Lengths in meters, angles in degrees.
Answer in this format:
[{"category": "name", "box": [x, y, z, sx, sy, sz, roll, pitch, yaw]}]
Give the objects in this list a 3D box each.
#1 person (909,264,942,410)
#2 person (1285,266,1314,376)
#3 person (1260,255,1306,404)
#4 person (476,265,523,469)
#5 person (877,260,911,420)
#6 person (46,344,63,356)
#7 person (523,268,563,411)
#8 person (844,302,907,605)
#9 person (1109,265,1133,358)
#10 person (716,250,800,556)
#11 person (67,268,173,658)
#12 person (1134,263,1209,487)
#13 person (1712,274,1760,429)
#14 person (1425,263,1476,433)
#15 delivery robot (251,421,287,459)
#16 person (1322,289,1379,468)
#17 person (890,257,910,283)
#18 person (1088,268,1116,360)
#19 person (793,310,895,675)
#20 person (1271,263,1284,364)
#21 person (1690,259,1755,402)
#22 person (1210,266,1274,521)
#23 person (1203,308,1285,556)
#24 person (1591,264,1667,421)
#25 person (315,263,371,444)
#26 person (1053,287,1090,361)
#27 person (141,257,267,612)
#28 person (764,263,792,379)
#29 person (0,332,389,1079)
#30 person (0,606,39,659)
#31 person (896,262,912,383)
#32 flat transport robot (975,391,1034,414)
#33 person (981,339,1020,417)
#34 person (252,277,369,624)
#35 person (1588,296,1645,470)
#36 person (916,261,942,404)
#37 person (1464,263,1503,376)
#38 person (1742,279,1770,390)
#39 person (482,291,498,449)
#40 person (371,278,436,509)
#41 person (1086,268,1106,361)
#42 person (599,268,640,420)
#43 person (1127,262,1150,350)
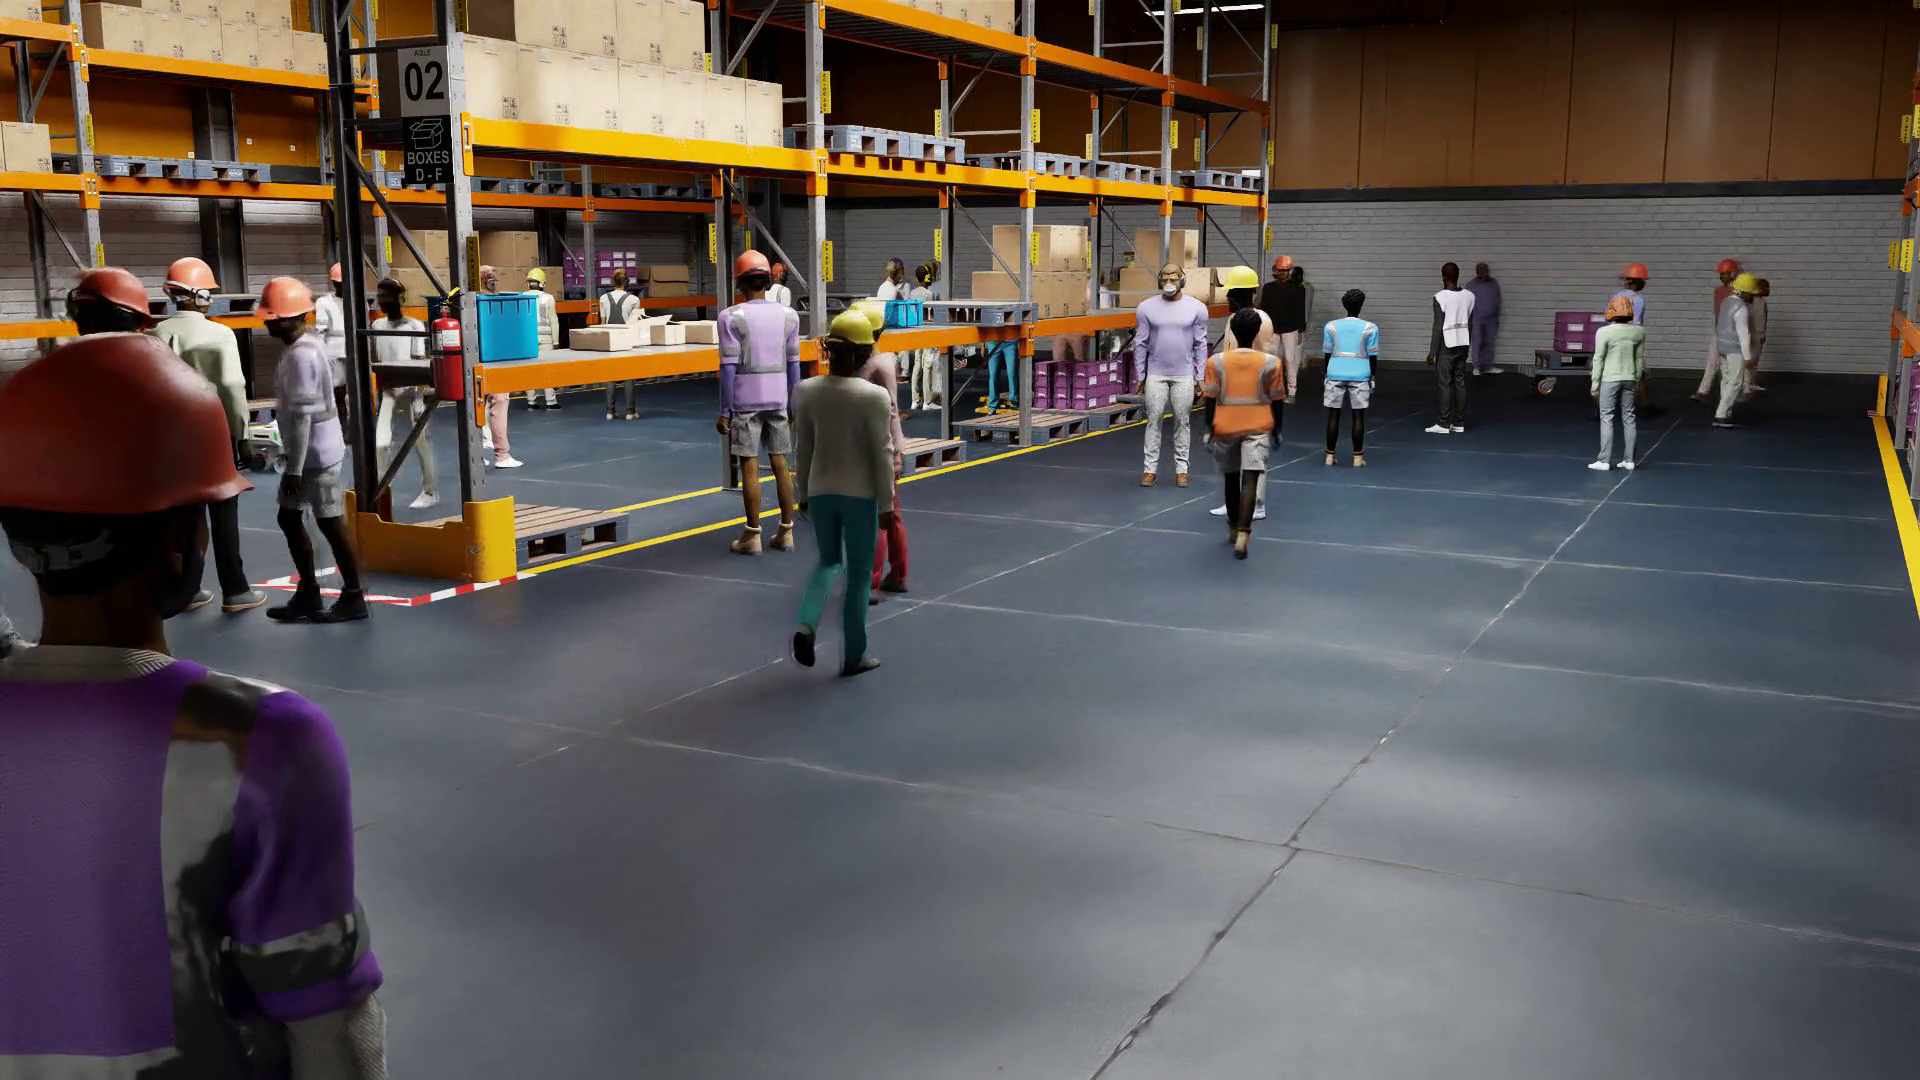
[{"category": "person", "box": [-0.449, -2.610, 21.468, 0.328, 1.876, 0.513, -8, 13, -40]}, {"category": "person", "box": [5.616, -3.613, 27.457, 0.594, 1.821, 0.629, -6, 12, -33]}, {"category": "person", "box": [4.341, -2.834, 22.433, 0.619, 1.993, 0.418, 5, 11, 28]}, {"category": "person", "box": [-4.438, -1.621, 15.649, 0.652, 1.906, 0.403, 4, 10, 20]}, {"category": "person", "box": [-0.825, -2.428, 20.241, 0.373, 1.935, 0.628, -2, 10, -13]}, {"category": "person", "box": [-3.793, -0.026, 7.196, 0.515, 1.636, 0.315, 0, 10, -2]}, {"category": "person", "box": [-5.384, -2.557, 21.286, 0.586, 1.831, 0.403, 2, 10, 14]}, {"category": "person", "box": [-0.513, -0.499, 9.638, 0.532, 1.740, 0.626, -4, 10, -20]}, {"category": "person", "box": [2.640, -3.435, 26.394, 0.718, 1.816, 0.642, -9, 13, -42]}, {"category": "person", "box": [-1.367, -0.917, 11.185, 0.613, 2.039, 0.393, -7, 12, -35]}, {"category": "person", "box": [-3.356, -0.063, 6.474, 1.049, 1.968, 0.622, -9, 13, -41]}, {"category": "person", "box": [1.816, -1.418, 14.378, 0.635, 1.937, 0.353, 2, 10, 9]}, {"category": "person", "box": [8.939, -2.168, 19.185, 0.443, 1.782, 0.702, 1, 10, 4]}, {"category": "person", "box": [5.522, -2.153, 18.708, 0.587, 1.914, 0.391, -5, 11, -29]}, {"category": "delivery robot", "box": [-6.260, -0.975, 15.543, 0.477, 0.478, 0.707, 4, 11, 23]}, {"category": "person", "box": [3.680, -1.522, 15.705, 0.530, 1.688, 0.324, 4, 10, 20]}, {"category": "person", "box": [-1.129, -4.101, 29.889, 0.399, 1.946, 0.612, 5, 11, 25]}, {"category": "person", "box": [2.080, -3.180, 24.927, 0.617, 1.818, 0.405, -9, 13, -43]}, {"category": "person", "box": [-0.561, -0.209, 7.903, 0.538, 1.753, 0.445, 5, 11, 27]}, {"category": "person", "box": [5.321, -3.755, 28.140, 0.472, 1.854, 0.572, -7, 12, -36]}, {"category": "person", "box": [10.444, -2.823, 22.546, 1.023, 1.945, 0.614, -5, 11, -26]}, {"category": "person", "box": [2.131, -1.100, 12.570, 0.383, 1.924, 0.594, -3, 10, -18]}, {"category": "person", "box": [1.924, -0.742, 11.288, 0.540, 1.653, 0.889, 3, 10, 15]}, {"category": "person", "box": [8.064, -2.363, 20.007, 0.982, 1.885, 0.568, -3, 10, -17]}, {"category": "person", "box": [-6.442, -1.934, 17.444, 0.559, 1.915, 0.720, -4, 11, -24]}, {"category": "person", "box": [1.563, -2.887, 23.101, 0.646, 1.870, 0.943, 5, 11, 28]}, {"category": "person", "box": [-4.278, -0.584, 9.385, 0.608, 1.996, 0.380, 2, 10, 10]}, {"category": "person", "box": [-2.400, -2.747, 22.233, 0.355, 1.885, 0.575, -9, 13, -43]}, {"category": "person", "box": [-0.898, 0.741, 1.884, 0.548, 1.937, 0.358, 0, 10, 3]}, {"category": "person", "box": [-4.775, -0.203, 8.021, 0.891, 1.688, 0.499, 1, 10, 3]}, {"category": "person", "box": [-0.972, -3.378, 25.902, 0.349, 1.879, 0.608, -8, 13, -39]}, {"category": "flat transport robot", "box": [0.786, -1.748, 21.115, 0.652, 0.197, 1.431, 5, 11, 26]}, {"category": "person", "box": [0.527, -2.400, 20.365, 0.561, 1.836, 0.379, 2, 10, 10]}, {"category": "person", "box": [-3.513, -0.456, 8.930, 0.607, 1.893, 0.581, -5, 11, -29]}, {"category": "person", "box": [6.139, -1.461, 15.545, 0.497, 1.626, 0.288, -2, 10, -11]}, {"category": "person", "box": [-0.363, -2.781, 22.390, 0.752, 1.931, 0.649, -9, 13, -42]}, {"category": "person", "box": [8.638, -3.638, 27.455, 0.727, 1.865, 0.479, -2, 10, -11]}, {"category": "person", "box": [11.783, -3.030, 24.595, 0.270, 1.631, 0.509, 1, 10, 4]}, {"category": "person", "box": [-4.881, -1.768, 17.288, 0.266, 1.631, 0.507, -1, 10, -6]}, {"category": "person", "box": [-4.390, -1.103, 12.879, 0.555, 1.822, 0.941, 3, 10, 18]}, {"category": "person", "box": [2.043, -3.438, 25.777, 0.697, 2.000, 0.753, 9, 13, 43]}, {"category": "person", "box": [-4.103, -2.362, 20.155, 0.510, 1.840, 0.337, 1, 10, 7]}, {"category": "person", "box": [2.871, -3.325, 25.573, 0.709, 1.882, 0.654, -7, 12, -36]}]
